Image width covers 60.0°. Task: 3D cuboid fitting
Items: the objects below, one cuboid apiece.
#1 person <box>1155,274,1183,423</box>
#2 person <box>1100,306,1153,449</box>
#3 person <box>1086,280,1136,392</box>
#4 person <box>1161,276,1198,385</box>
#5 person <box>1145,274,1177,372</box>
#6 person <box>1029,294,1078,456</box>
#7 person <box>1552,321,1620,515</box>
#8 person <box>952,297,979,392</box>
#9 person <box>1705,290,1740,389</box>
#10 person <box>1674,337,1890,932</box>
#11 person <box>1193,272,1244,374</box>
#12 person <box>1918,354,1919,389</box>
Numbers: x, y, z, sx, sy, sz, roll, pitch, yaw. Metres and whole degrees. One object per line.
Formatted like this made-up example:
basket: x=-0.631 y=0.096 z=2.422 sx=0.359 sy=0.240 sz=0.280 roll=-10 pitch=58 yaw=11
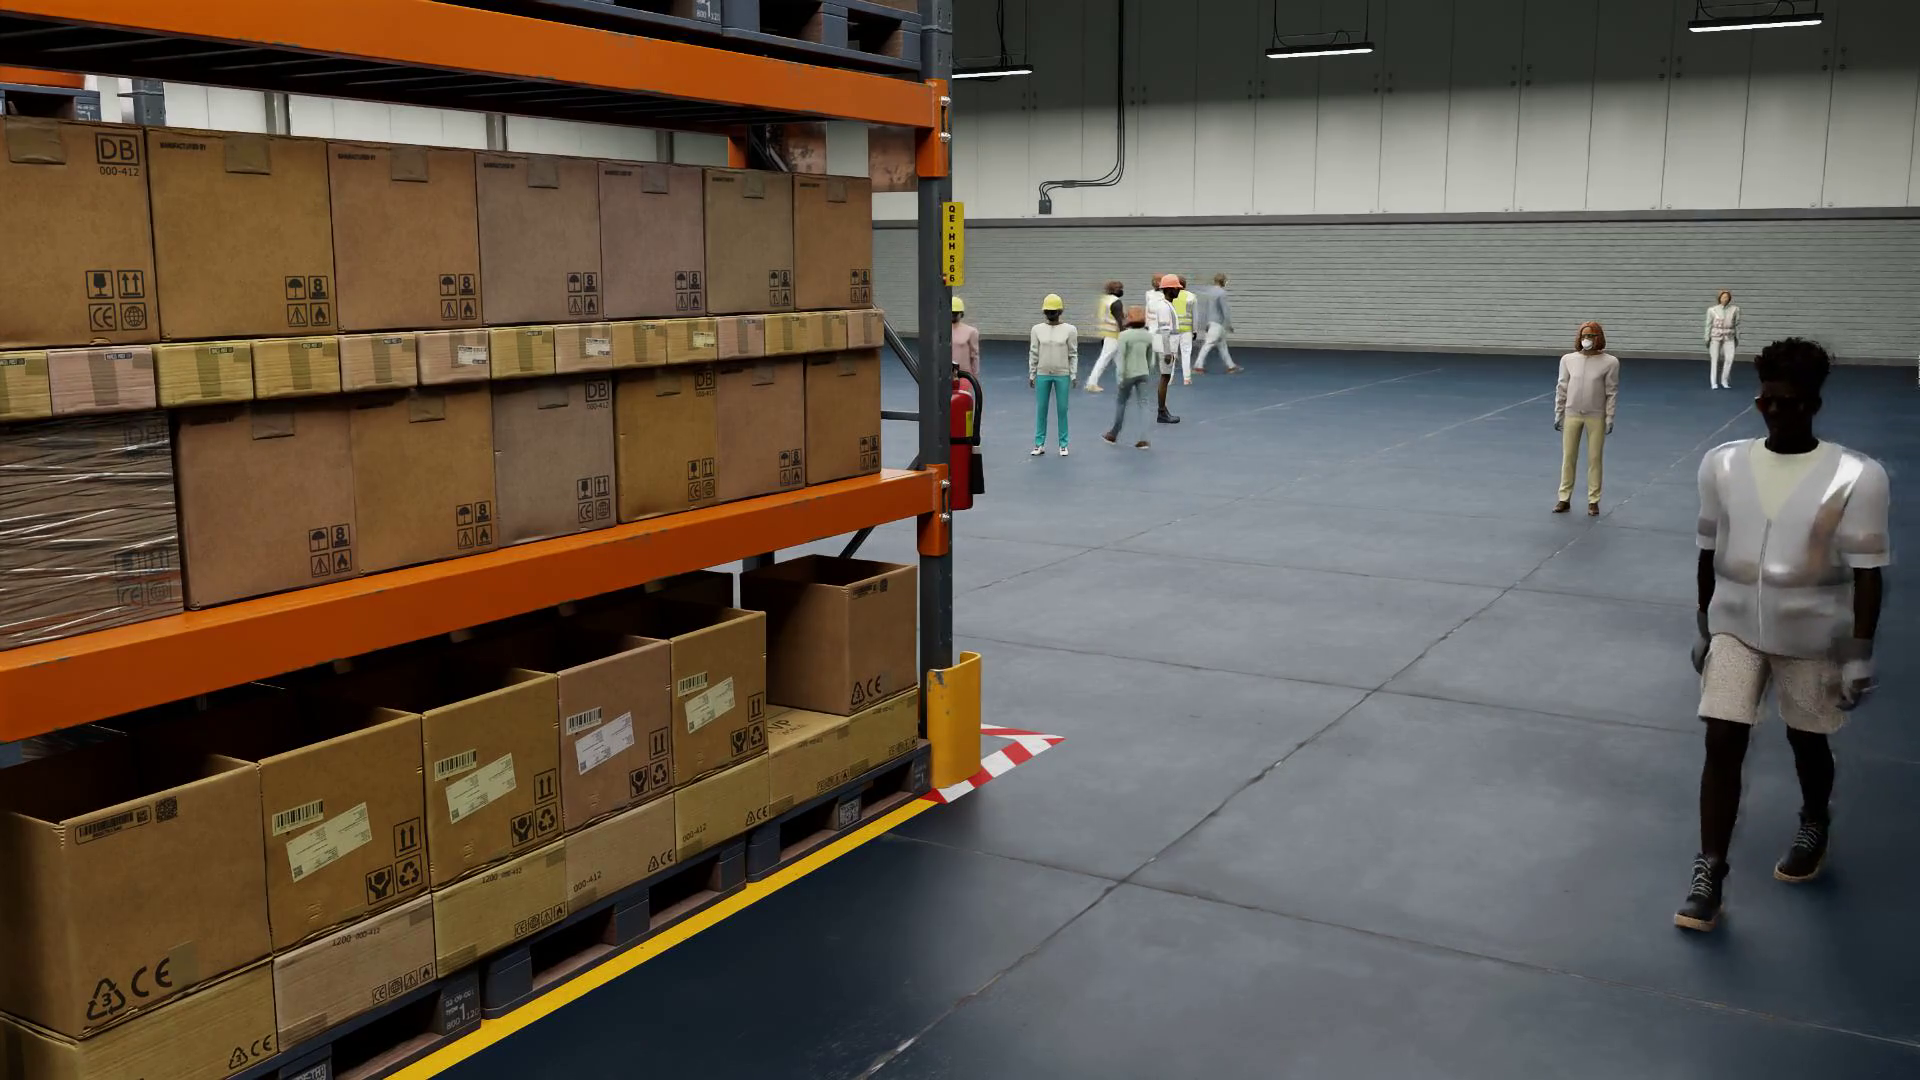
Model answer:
person: x=2.734 y=-2.502 z=21.781 sx=0.350 sy=1.942 sz=0.545 roll=2 pitch=10 yaw=9
person: x=1.942 y=-1.860 z=19.005 sx=0.532 sy=1.592 sz=0.809 roll=-5 pitch=11 yaw=-28
person: x=2.450 y=-3.273 z=26.752 sx=0.972 sy=1.797 sz=0.637 roll=-2 pitch=10 yaw=-9
person: x=3.710 y=-3.542 z=28.154 sx=0.633 sy=1.843 sz=0.429 roll=2 pitch=10 yaw=12
person: x=3.807 y=-4.113 z=31.474 sx=0.599 sy=1.857 sz=0.727 roll=7 pitch=12 yaw=37
person: x=1.014 y=-1.790 z=18.134 sx=0.533 sy=1.763 sz=0.325 roll=2 pitch=10 yaw=11
person: x=5.273 y=-1.025 z=14.033 sx=0.500 sy=1.633 sz=0.282 roll=6 pitch=11 yaw=32
person: x=-0.048 y=-1.877 z=18.755 sx=0.531 sy=1.724 sz=0.911 roll=3 pitch=10 yaw=16
person: x=12.436 y=-3.256 z=27.121 sx=0.538 sy=1.621 sz=0.503 roll=2 pitch=10 yaw=12
person: x=2.748 y=0.285 z=5.547 sx=0.617 sy=1.920 sz=0.988 roll=9 pitch=13 yaw=42
person: x=4.766 y=-3.994 z=30.724 sx=1.055 sy=1.890 sz=0.642 roll=-2 pitch=10 yaw=-13
person: x=10.255 y=-1.705 z=17.186 sx=0.650 sy=1.911 sz=0.747 roll=8 pitch=12 yaw=38
